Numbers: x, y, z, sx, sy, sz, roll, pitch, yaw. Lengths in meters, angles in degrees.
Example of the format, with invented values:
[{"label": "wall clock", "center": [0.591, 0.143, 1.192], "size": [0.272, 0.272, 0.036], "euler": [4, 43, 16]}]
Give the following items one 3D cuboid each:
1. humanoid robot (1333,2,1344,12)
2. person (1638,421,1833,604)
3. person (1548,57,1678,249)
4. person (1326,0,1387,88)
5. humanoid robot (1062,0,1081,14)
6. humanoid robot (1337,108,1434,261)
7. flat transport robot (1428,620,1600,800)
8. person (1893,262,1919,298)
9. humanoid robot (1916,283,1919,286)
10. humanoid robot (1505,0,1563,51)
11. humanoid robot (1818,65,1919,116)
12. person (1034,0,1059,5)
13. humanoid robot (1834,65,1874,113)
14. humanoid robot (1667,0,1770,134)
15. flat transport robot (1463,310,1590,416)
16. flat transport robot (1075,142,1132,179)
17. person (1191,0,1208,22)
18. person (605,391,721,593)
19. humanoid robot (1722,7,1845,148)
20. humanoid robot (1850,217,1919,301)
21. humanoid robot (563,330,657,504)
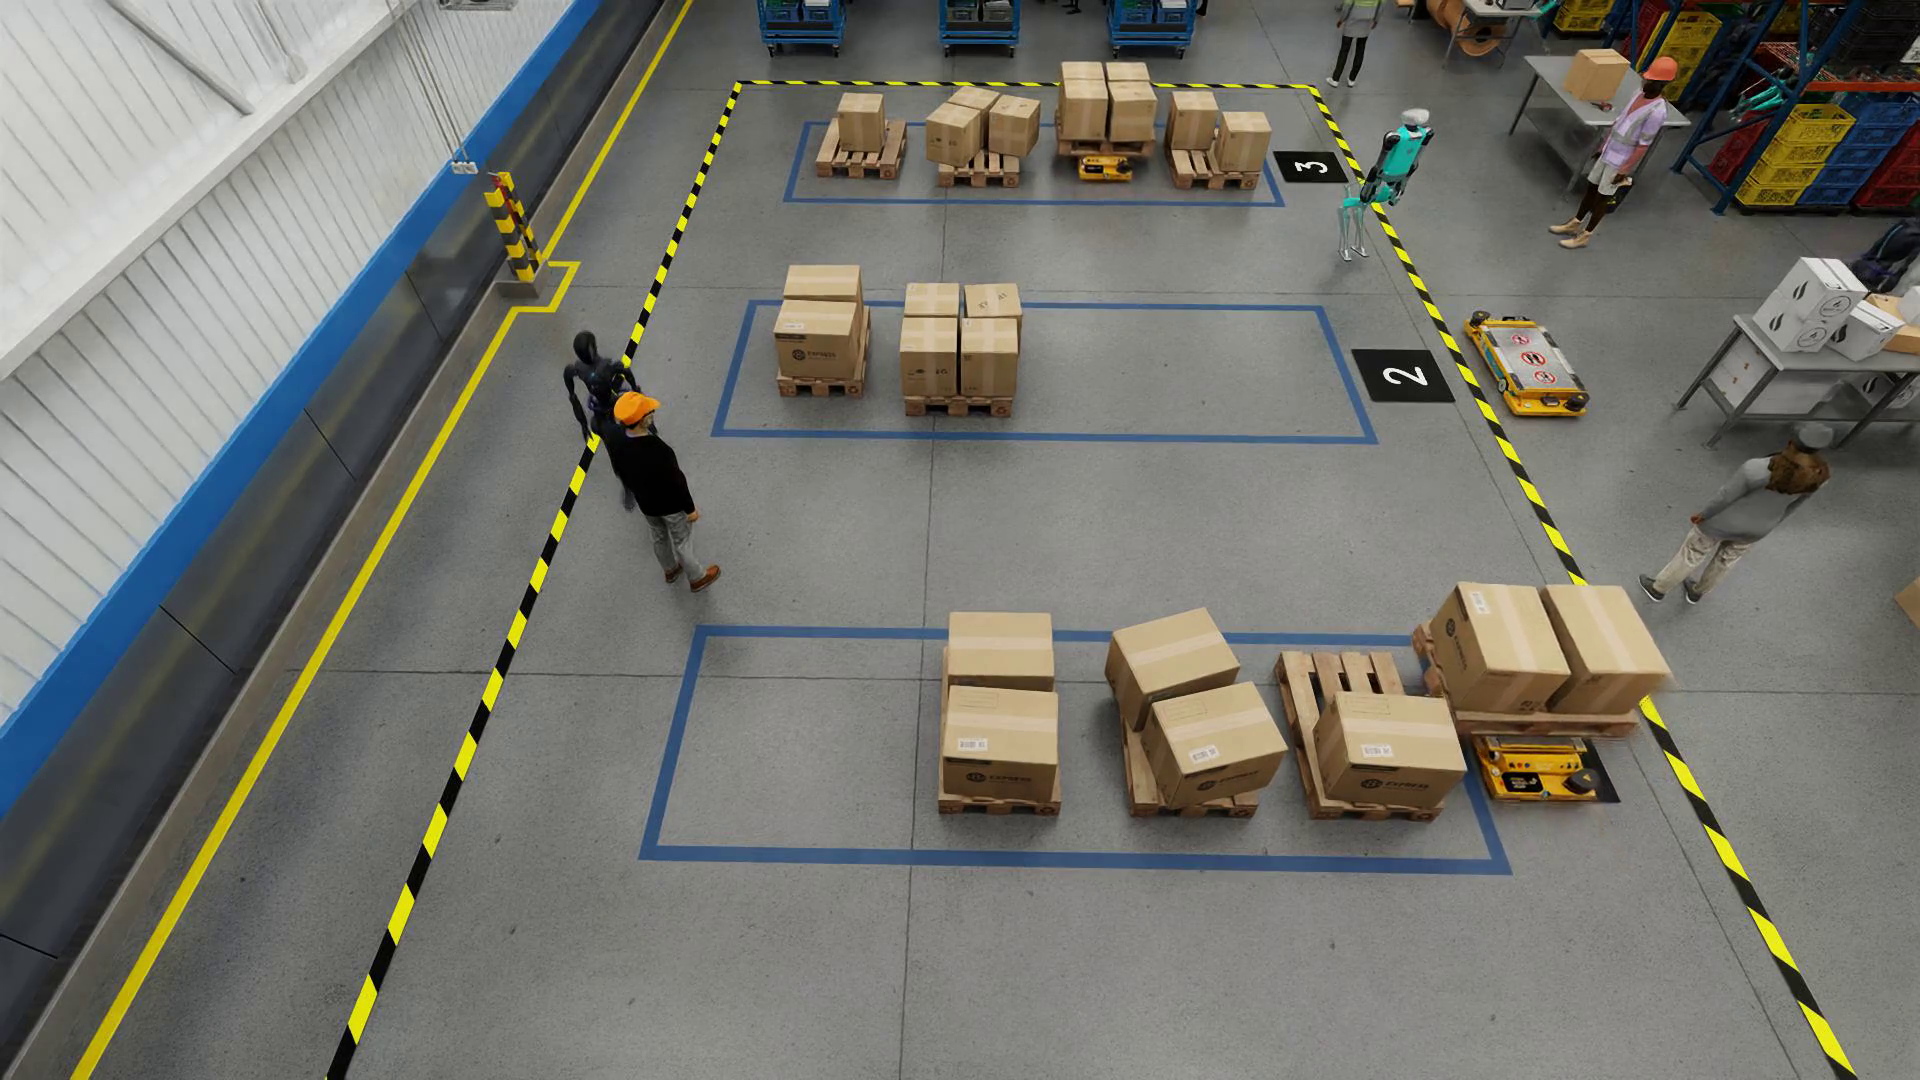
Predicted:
[{"label": "humanoid robot", "center": [6.627, -9.394, 14.773], "size": [0.789, 1.637, 0.591], "euler": [-21, 52, -17]}, {"label": "person", "center": [5.667, -0.148, 6.668], "size": [0.574, 1.767, 0.394], "euler": [5, 49, 5]}, {"label": "person", "center": [7.118, -4.169, 9.967], "size": [0.363, 2.045, 0.613], "euler": [2, 49, 2]}, {"label": "person", "center": [5.599, -7.334, 12.837], "size": [0.587, 1.847, 0.396], "euler": [1, 49, 1]}, {"label": "humanoid robot", "center": [1.855, -9.420, 14.746], "size": [0.315, 1.657, 0.599], "euler": [-7, 49, -6]}, {"label": "humanoid robot", "center": [4.431, -3.846, 9.801], "size": [0.533, 1.678, 0.735], "euler": [-13, 50, -11]}, {"label": "flat transport robot", "center": [3.906, 1.137, 6.531], "size": [0.652, 0.197, 1.431], "euler": [1, 49, 1]}, {"label": "person", "center": [10.143, -3.084, 9.093], "size": [0.402, 1.945, 0.613], "euler": [-8, 50, -7]}, {"label": "humanoid robot", "center": [10.567, -3.351, 9.396], "size": [0.532, 1.694, 0.728], "euler": [4, 49, 4]}, {"label": "humanoid robot", "center": [8.828, -8.398, 13.851], "size": [0.980, 1.771, 0.542], "euler": [25, 54, 20]}, {"label": "humanoid robot", "center": [11.150, -5.529, 11.347], "size": [0.834, 1.758, 0.553], "euler": [-5, 49, -5]}, {"label": "person", "center": [1.486, -9.836, 14.943], "size": [0.628, 1.940, 0.373], "euler": [-16, 51, -14]}, {"label": "humanoid robot", "center": [11.538, -5.962, 11.700], "size": [0.673, 1.763, 0.538], "euler": [24, 53, 19]}, {"label": "humanoid robot", "center": [9.916, -6.092, 11.896], "size": [0.611, 1.649, 0.613], "euler": [-8, 50, -7]}, {"label": "flat transport robot", "center": [5.573, -1.757, 9.054], "size": [0.659, 0.231, 1.431], "euler": [1, 49, 1]}, {"label": "flat transport robot", "center": [1.849, -5.157, 11.979], "size": [0.652, 0.197, 1.431], "euler": [1, 49, 1]}, {"label": "person", "center": [3.853, -9.279, 14.444], "size": [0.612, 1.960, 0.362], "euler": [-28, 55, -22]}, {"label": "person", "center": [-2.188, -0.326, 6.748], "size": [0.590, 1.881, 0.381], "euler": [21, 52, 17]}, {"label": "humanoid robot", "center": [10.153, -5.698, 11.445], "size": [0.693, 1.727, 0.530], "euler": [5, 49, 5]}, {"label": "humanoid robot", "center": [8.622, -2.516, 8.789], "size": [0.569, 1.619, 0.606], "euler": [10, 50, 8]}, {"label": "humanoid robot", "center": [-2.824, -1.034, 7.507], "size": [0.601, 1.675, 0.375], "euler": [-6, 49, -5]}]
